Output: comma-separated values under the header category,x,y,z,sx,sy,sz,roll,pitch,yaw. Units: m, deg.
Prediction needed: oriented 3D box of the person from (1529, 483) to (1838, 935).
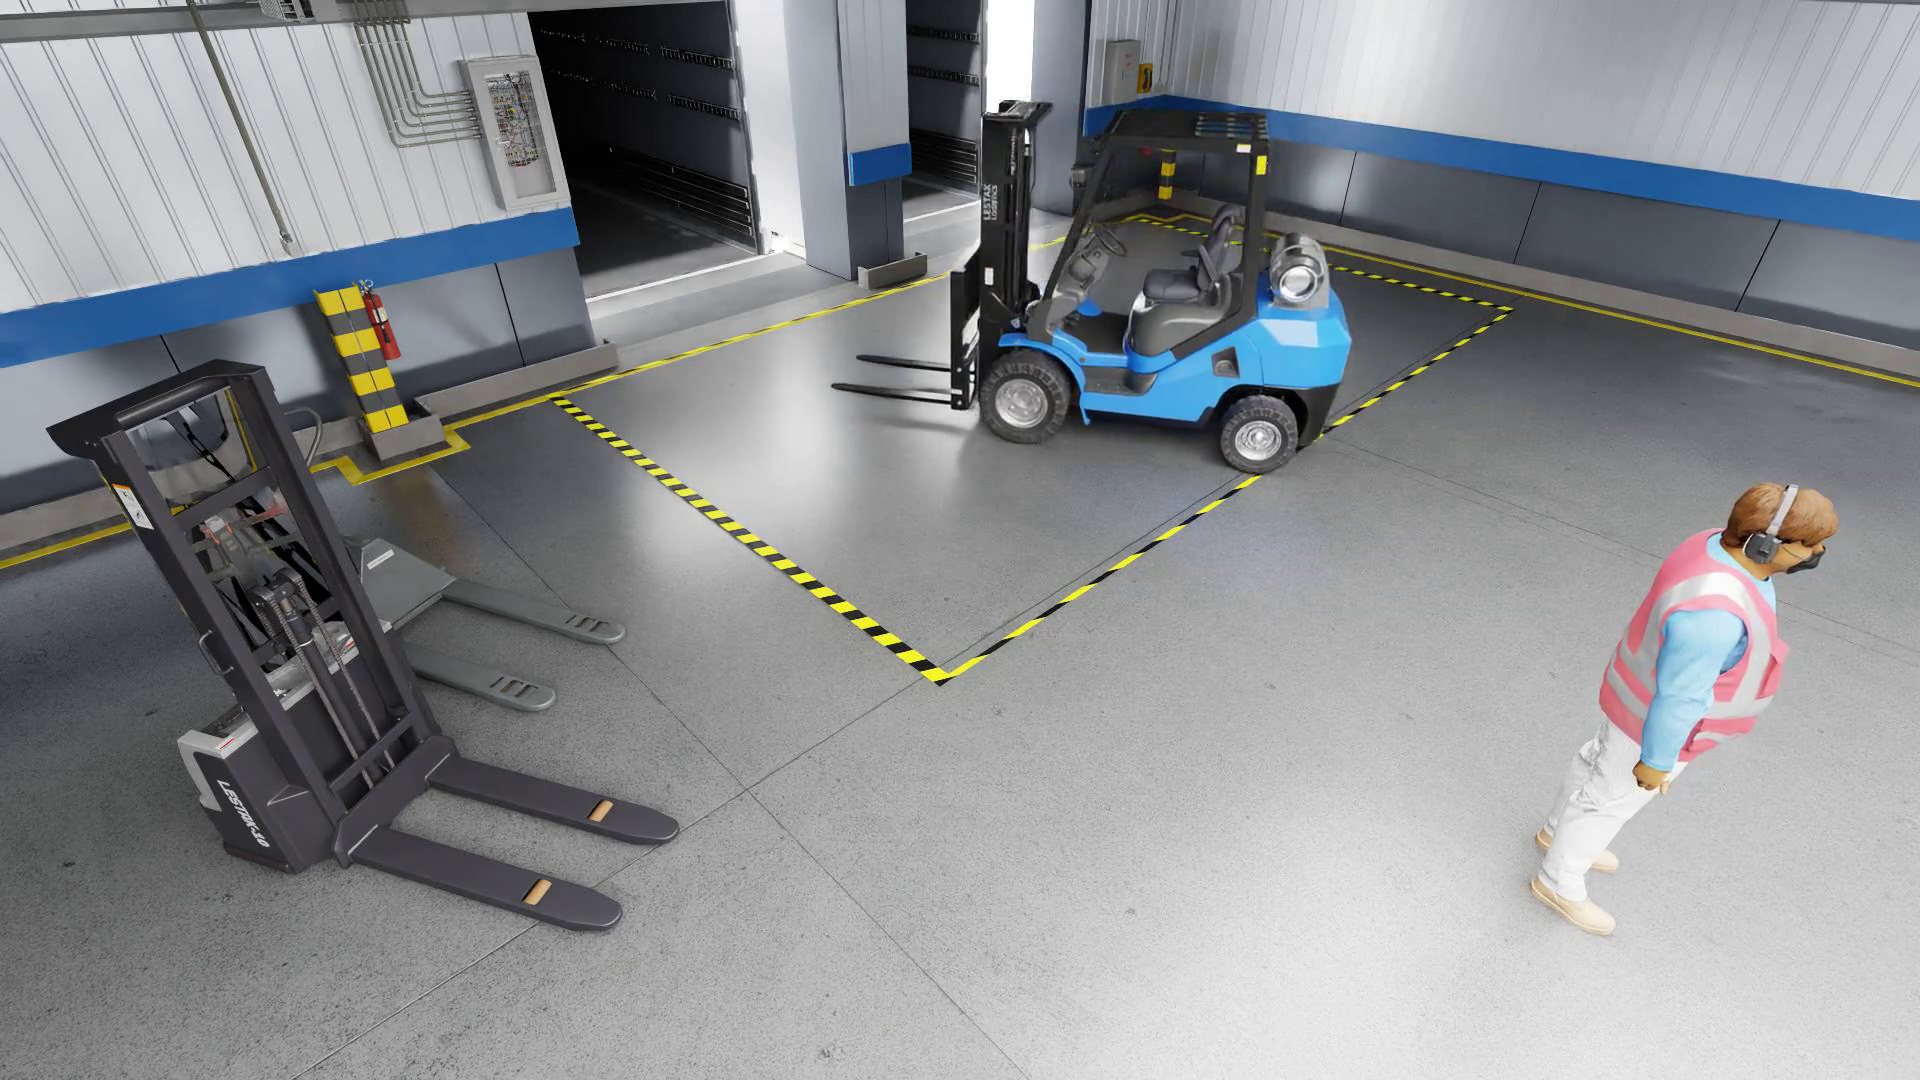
category,x,y,z,sx,sy,sz,roll,pitch,yaw
person,2.470,0.613,3.210,0.430,1.845,0.621,22,40,29

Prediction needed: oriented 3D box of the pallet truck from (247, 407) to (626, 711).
category,x,y,z,sx,sy,sz,roll,pitch,yaw
pallet truck,-2.628,0.038,4.590,1.601,1.201,0.680,12,36,18

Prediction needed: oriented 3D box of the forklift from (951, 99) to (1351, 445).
category,x,y,z,sx,sy,sz,roll,pitch,yaw
forklift,1.369,-1.901,6.453,2.680,2.036,1.157,8,35,12

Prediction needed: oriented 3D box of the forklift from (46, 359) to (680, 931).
category,x,y,z,sx,sy,sz,roll,pitch,yaw
forklift,-2.135,0.422,3.354,1.885,1.965,0.823,10,35,14
